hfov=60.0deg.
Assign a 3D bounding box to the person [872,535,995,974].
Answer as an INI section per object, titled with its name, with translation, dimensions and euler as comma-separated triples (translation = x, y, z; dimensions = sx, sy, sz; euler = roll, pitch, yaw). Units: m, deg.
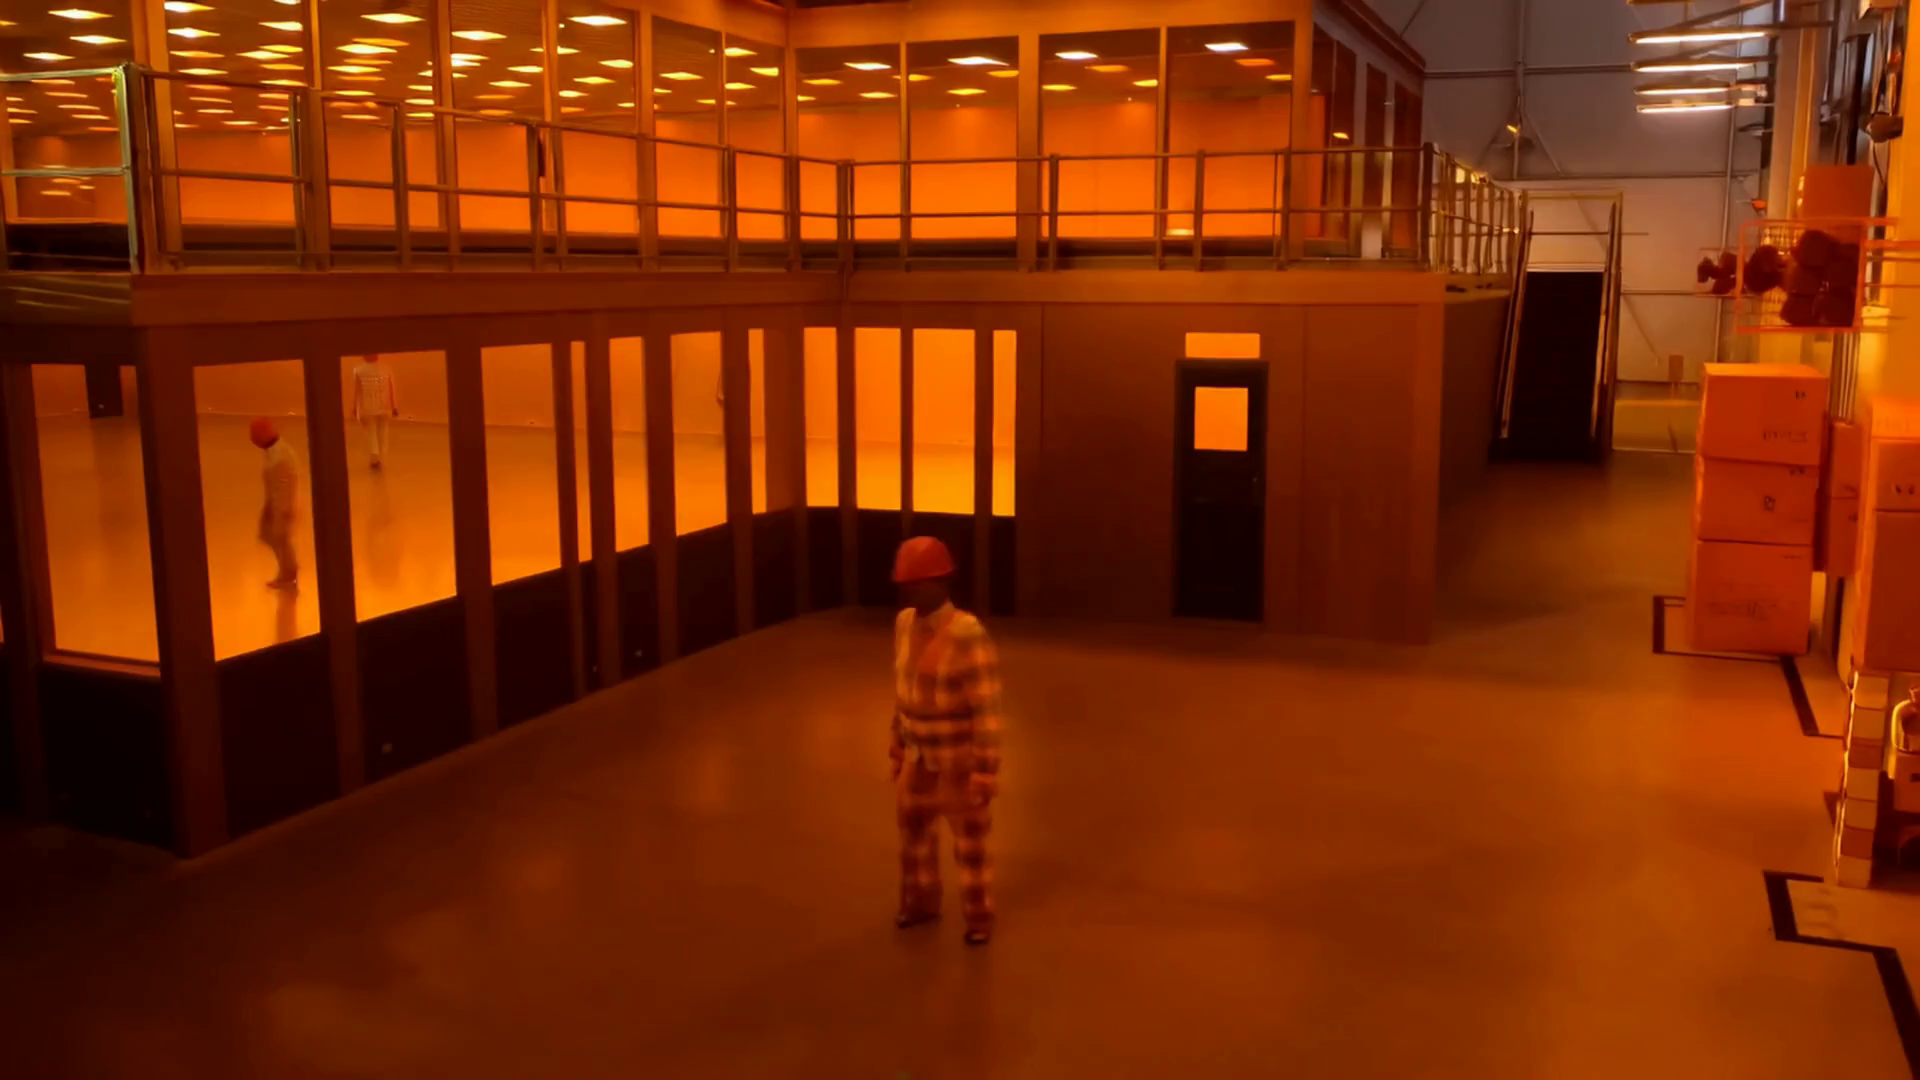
[person]
translation = -0.106, 0.935, 7.257
dimensions = 0.523, 1.925, 0.605
euler = -8, 12, -40
